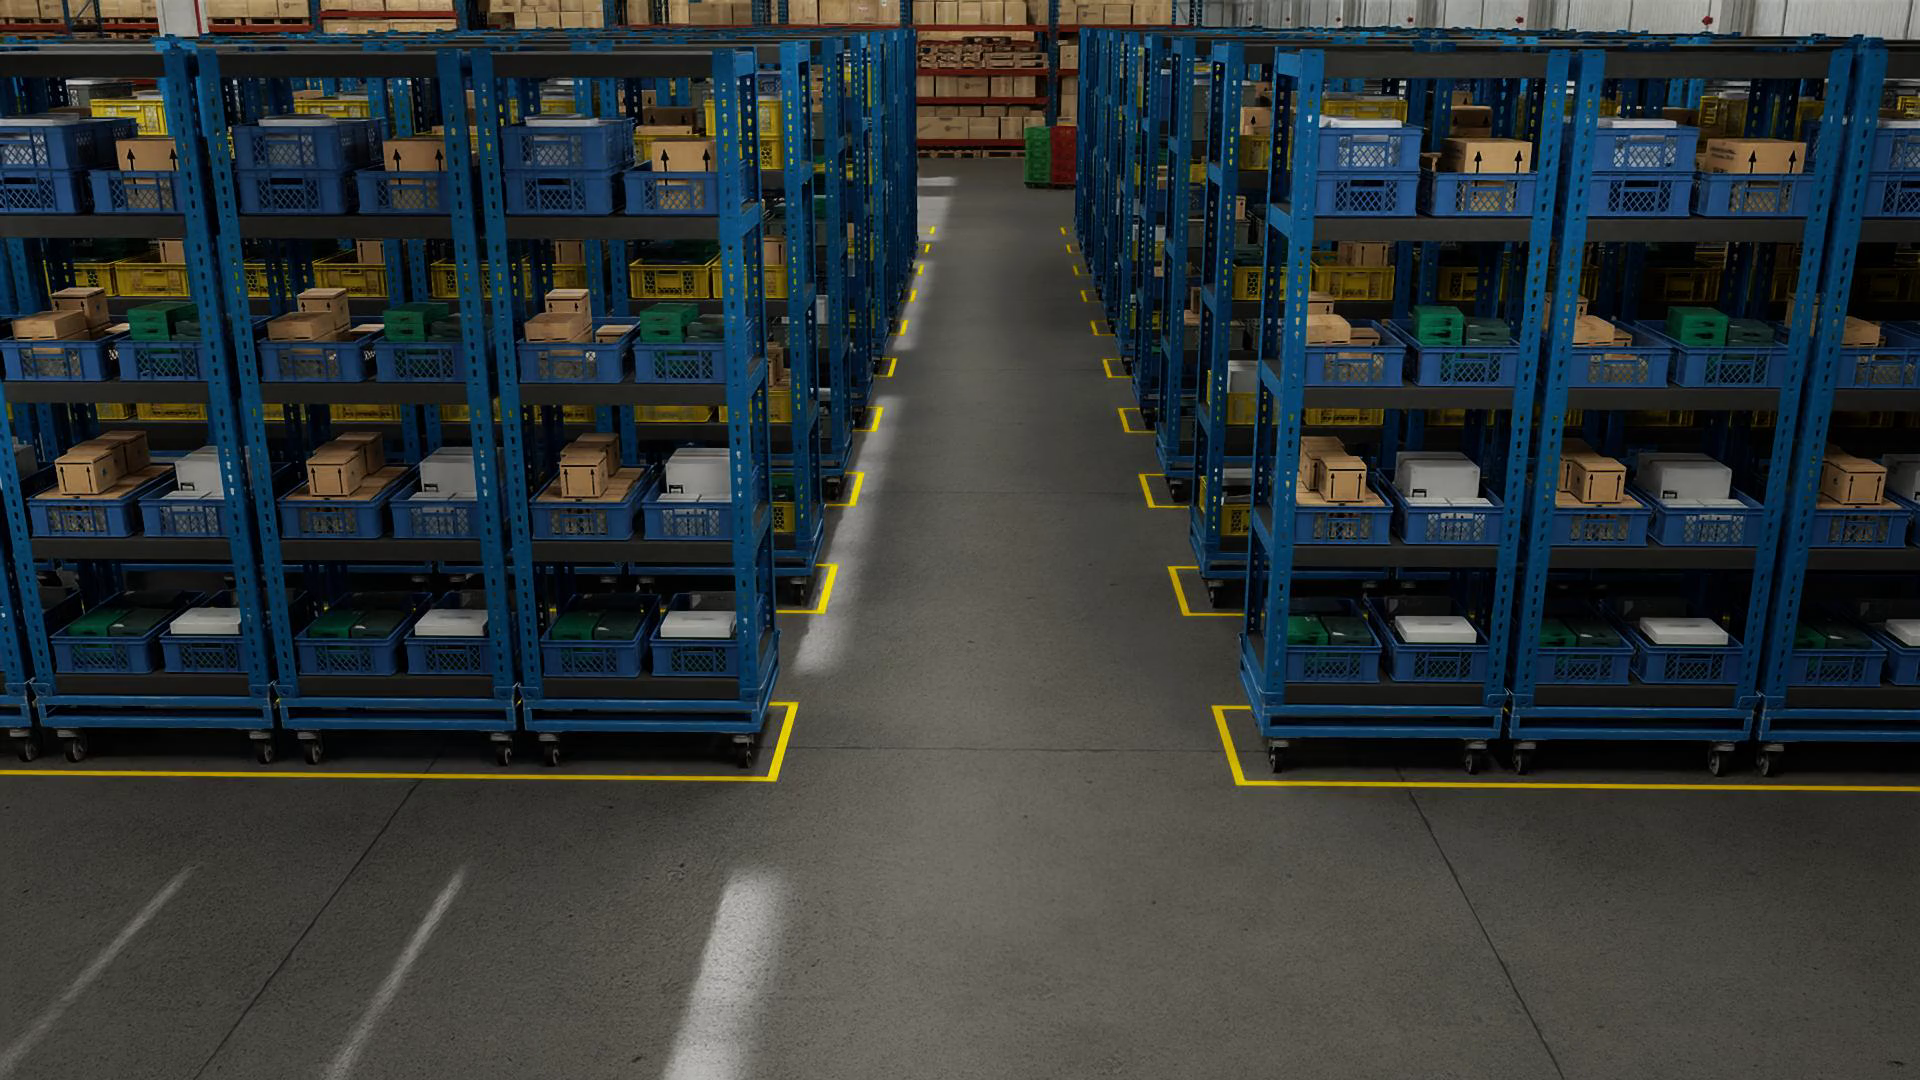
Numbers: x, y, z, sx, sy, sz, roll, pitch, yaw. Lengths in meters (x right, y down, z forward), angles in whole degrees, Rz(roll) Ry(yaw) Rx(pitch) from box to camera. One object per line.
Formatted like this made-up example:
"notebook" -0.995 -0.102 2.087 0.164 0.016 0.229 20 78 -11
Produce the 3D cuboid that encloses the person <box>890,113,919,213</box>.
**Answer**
"person" -1.136 -7.446 32.900 0.714 1.955 0.395 -6 18 -17
